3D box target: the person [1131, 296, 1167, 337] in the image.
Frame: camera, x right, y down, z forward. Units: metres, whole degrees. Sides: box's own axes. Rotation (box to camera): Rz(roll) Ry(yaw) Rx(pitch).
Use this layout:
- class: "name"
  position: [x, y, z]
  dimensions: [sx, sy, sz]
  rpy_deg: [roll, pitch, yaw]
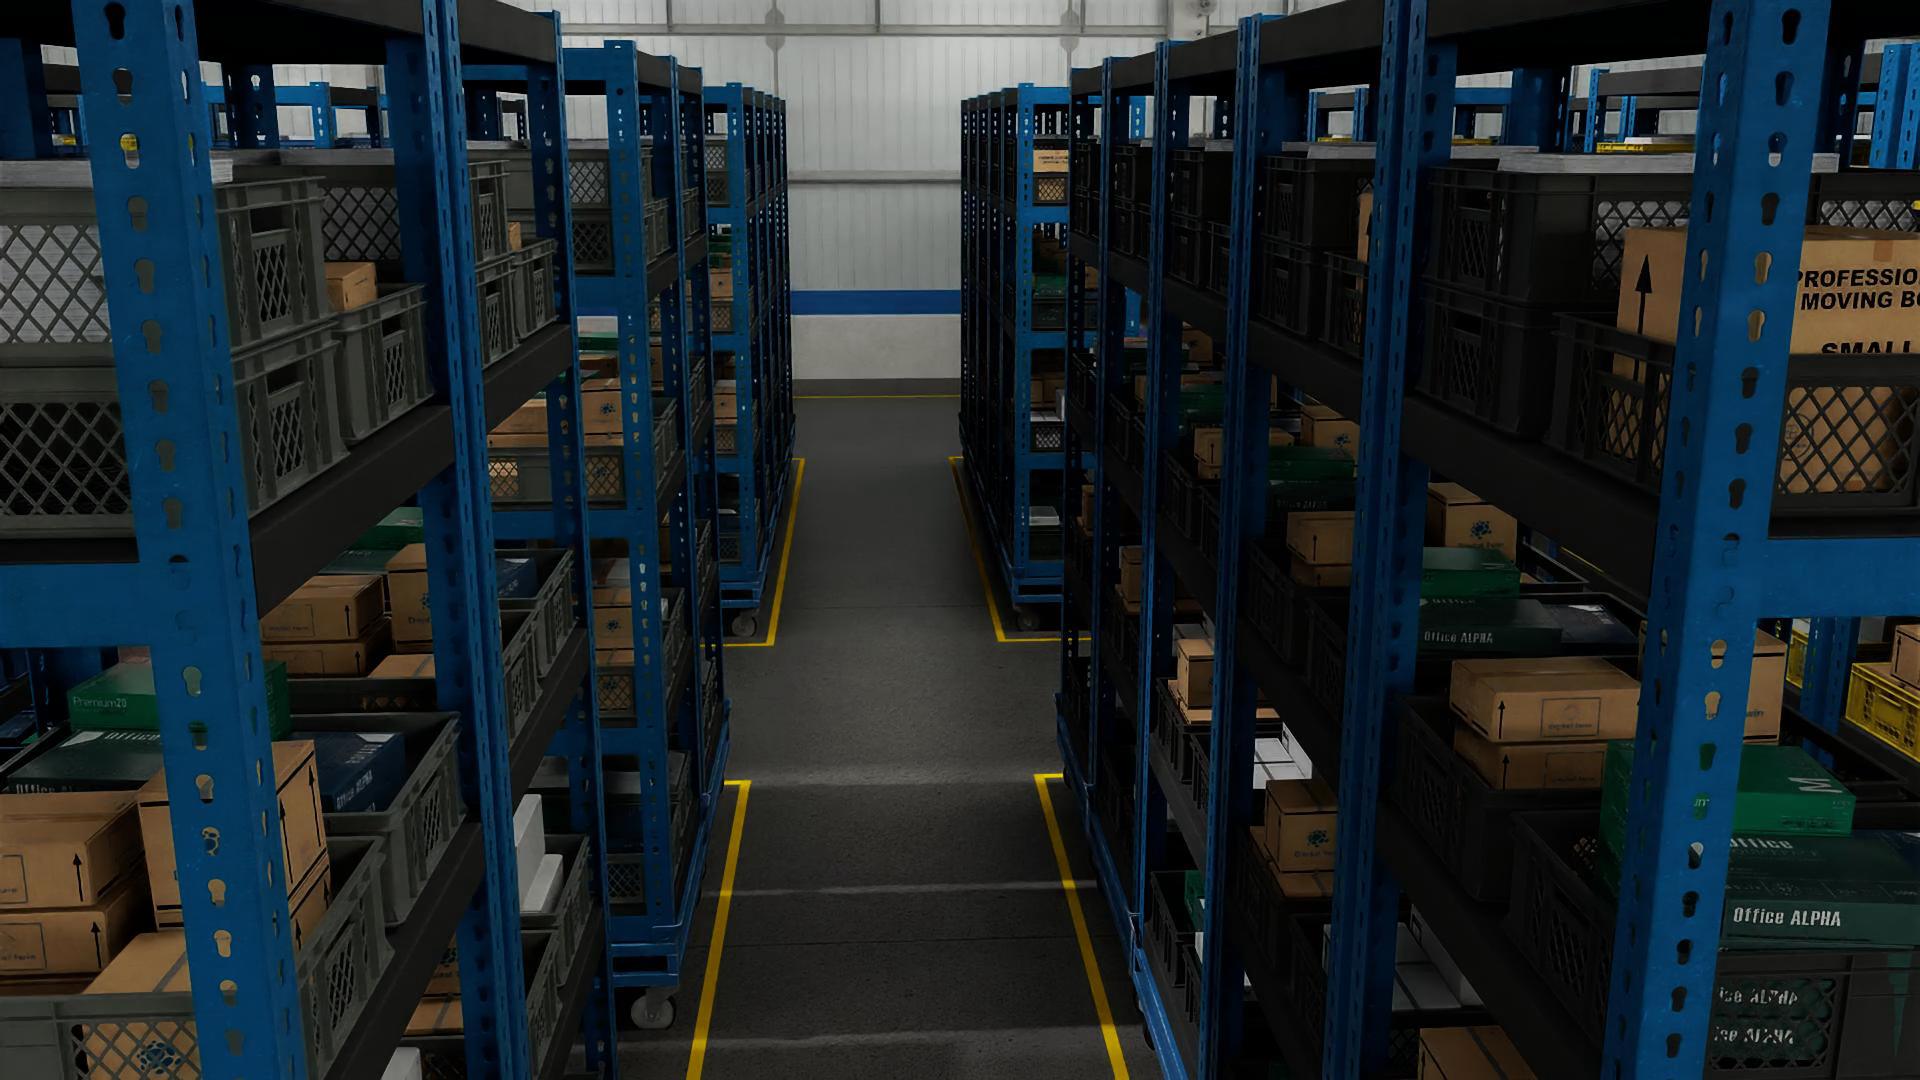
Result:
- class: "person"
  position: [1.651, -1.348, 15.444]
  dimensions: [0.589, 1.828, 0.470]
  rpy_deg: [-3, 14, -13]
